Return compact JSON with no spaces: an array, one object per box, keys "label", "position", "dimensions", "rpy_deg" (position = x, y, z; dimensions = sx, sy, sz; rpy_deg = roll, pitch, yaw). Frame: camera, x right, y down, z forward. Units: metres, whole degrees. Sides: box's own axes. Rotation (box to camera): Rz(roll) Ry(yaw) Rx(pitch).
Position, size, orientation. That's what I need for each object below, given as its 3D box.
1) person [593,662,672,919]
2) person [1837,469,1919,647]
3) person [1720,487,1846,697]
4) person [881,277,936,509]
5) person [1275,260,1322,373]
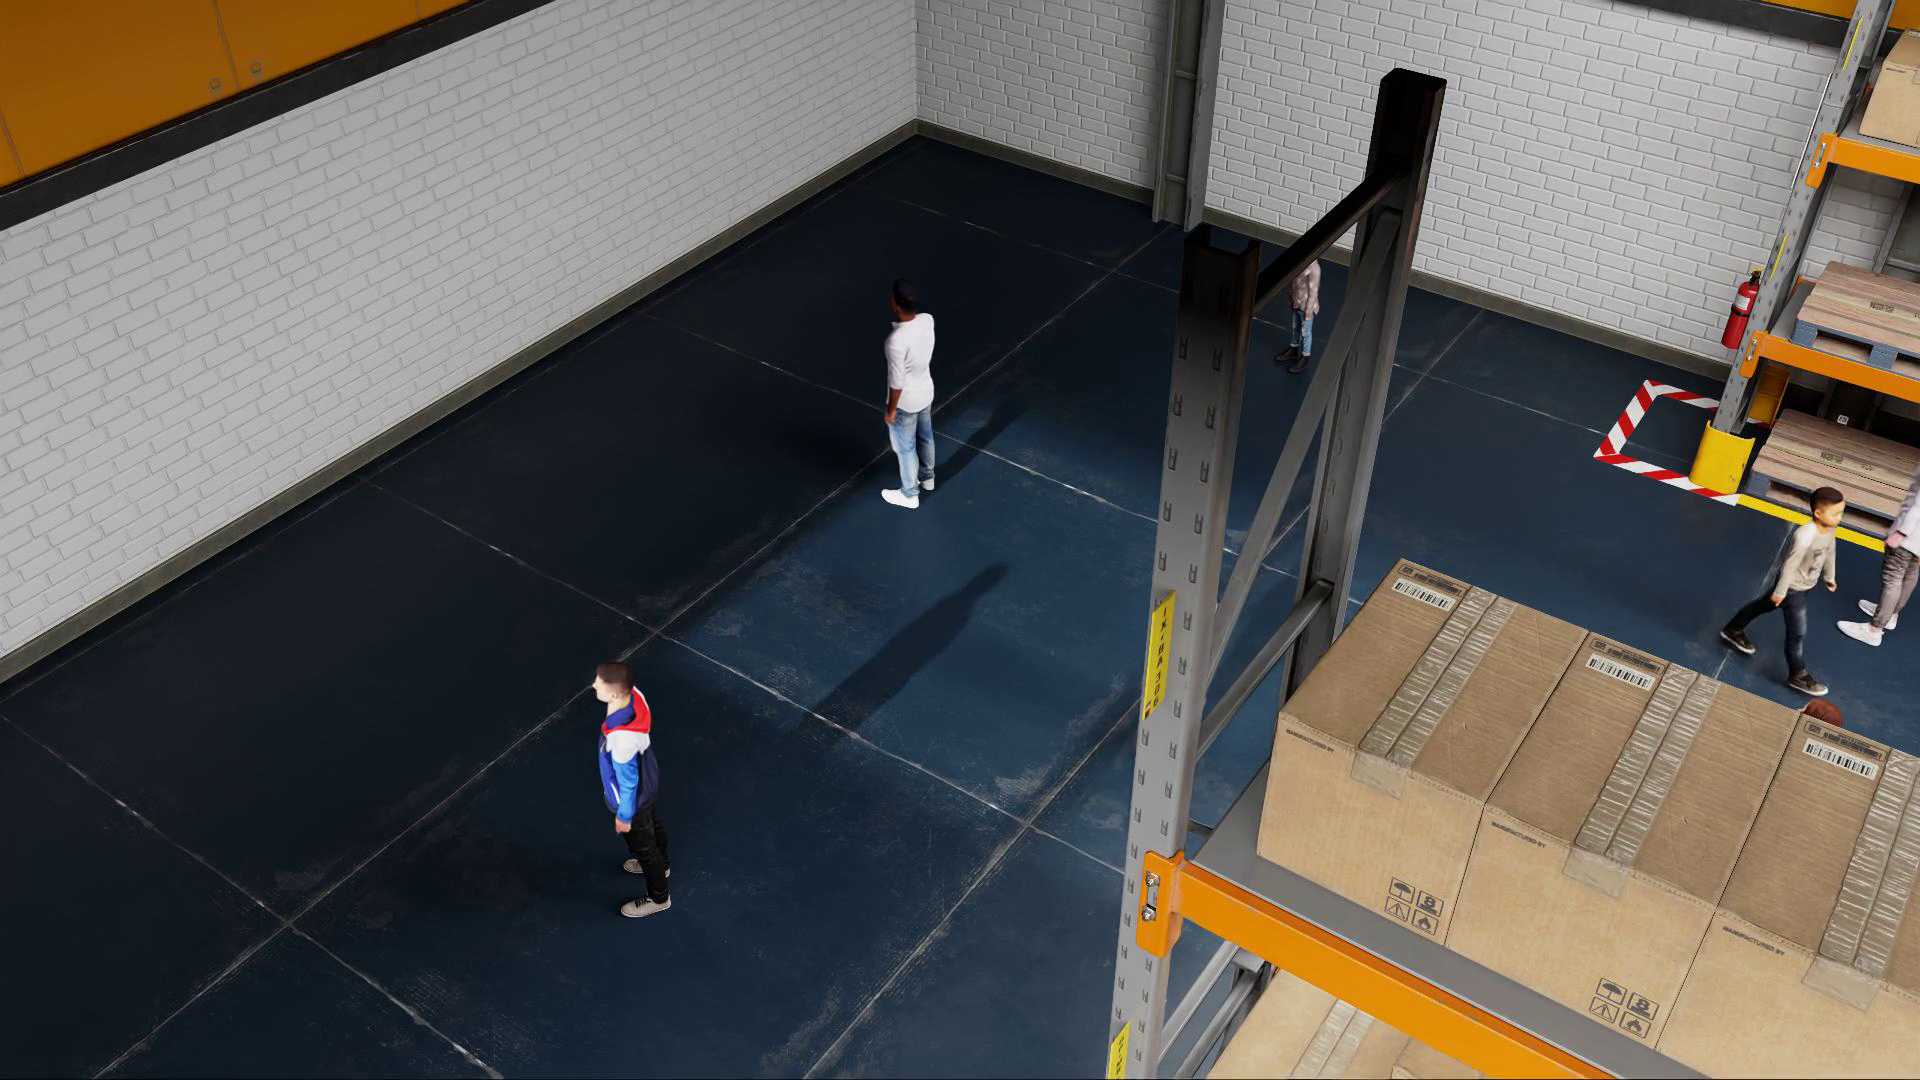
[{"label":"person","position":[-1.761,1.320,8.973],"dimensions":[0.761,1.757,0.721],"rpy_deg":[-3,39,-4]},{"label":"person","position":[6.176,-0.110,10.698],"dimensions":[0.723,1.840,0.658],"rpy_deg":[-27,46,-30]},{"label":"person","position":[5.251,0.237,10.589],"dimensions":[0.691,1.432,1.028],"rpy_deg":[-30,47,-32]},{"label":"person","position":[-0.357,-1.059,11.905],"dimensions":[0.566,1.816,0.634],"rpy_deg":[22,44,26]},{"label":"person","position":[2.796,-1.938,13.505],"dimensions":[0.606,1.193,0.520],"rpy_deg":[-15,41,-18]}]
